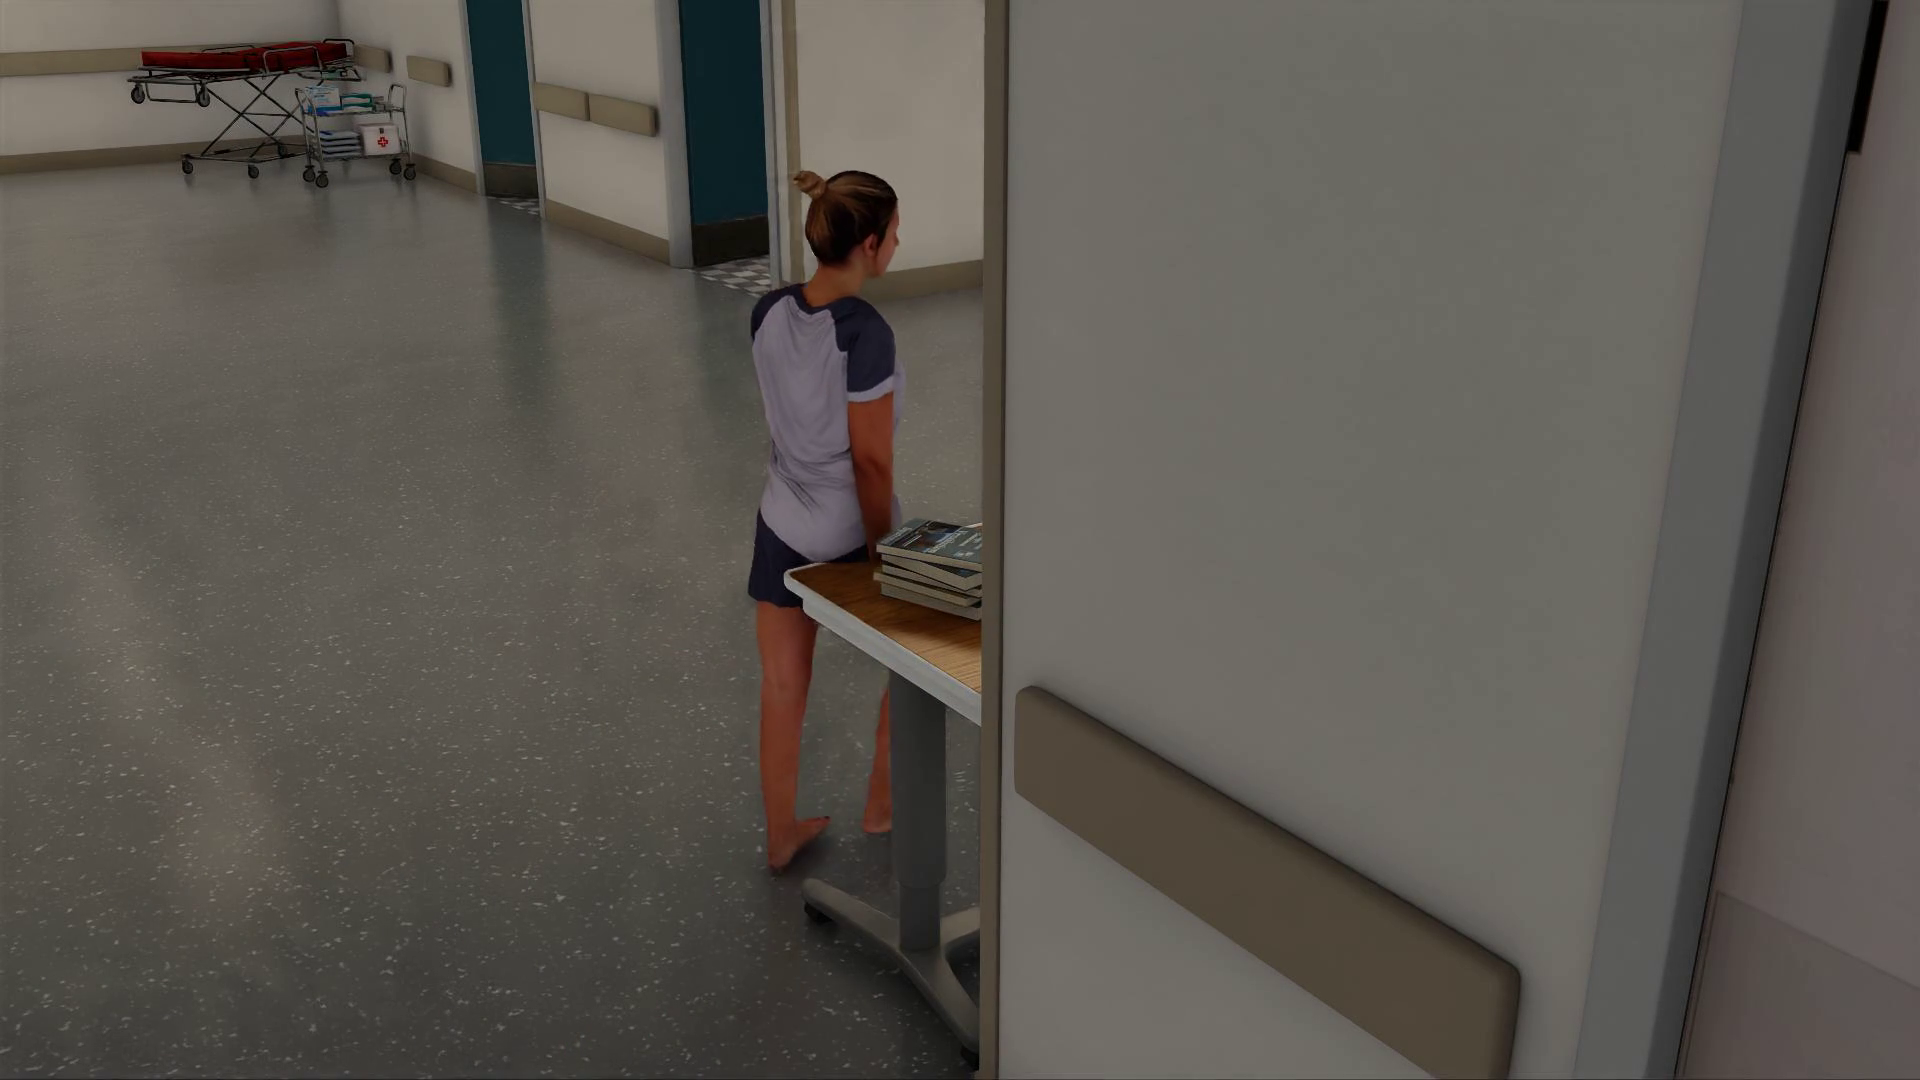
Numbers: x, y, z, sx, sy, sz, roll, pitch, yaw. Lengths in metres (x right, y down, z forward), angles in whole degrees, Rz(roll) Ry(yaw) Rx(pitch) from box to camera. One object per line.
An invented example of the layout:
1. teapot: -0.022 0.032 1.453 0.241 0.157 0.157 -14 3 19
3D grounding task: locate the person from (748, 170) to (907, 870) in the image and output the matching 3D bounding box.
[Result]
1. person: -0.330 0.020 3.673 0.707 1.610 0.762 11 24 28
